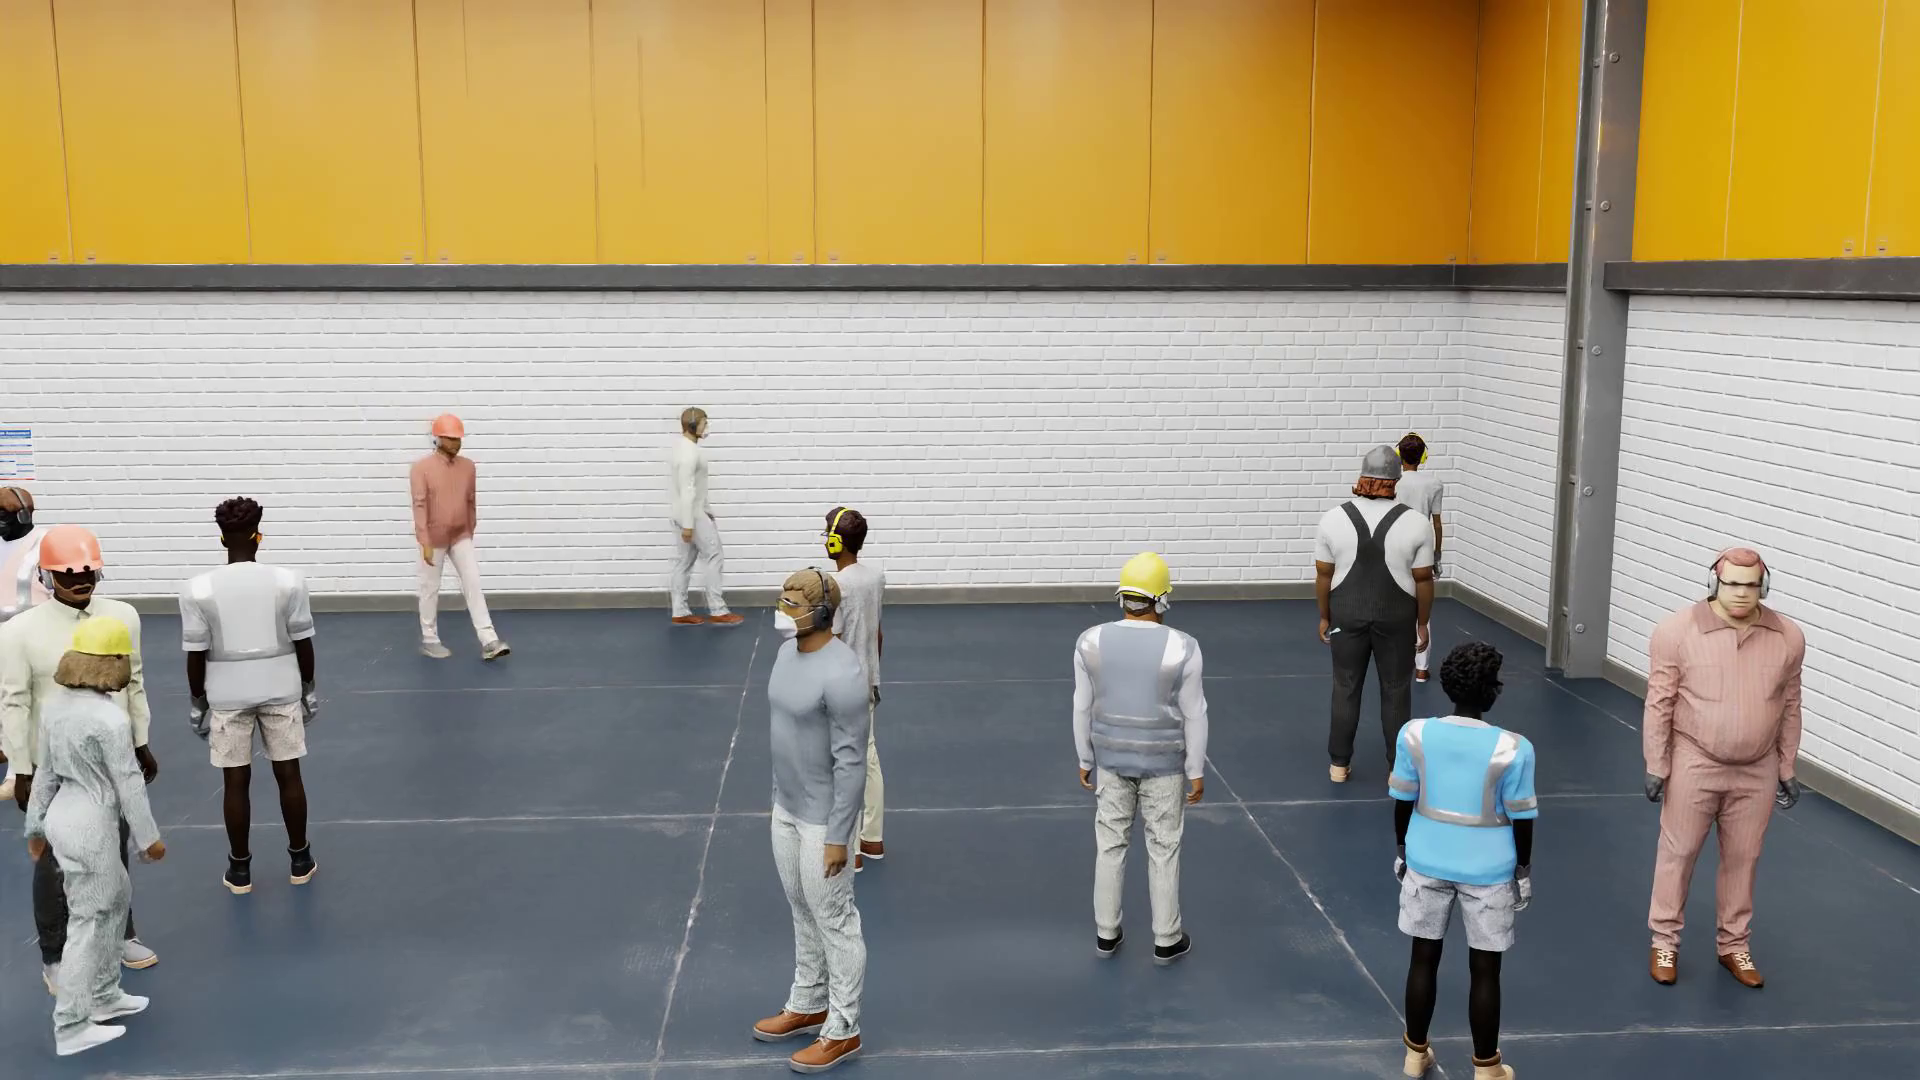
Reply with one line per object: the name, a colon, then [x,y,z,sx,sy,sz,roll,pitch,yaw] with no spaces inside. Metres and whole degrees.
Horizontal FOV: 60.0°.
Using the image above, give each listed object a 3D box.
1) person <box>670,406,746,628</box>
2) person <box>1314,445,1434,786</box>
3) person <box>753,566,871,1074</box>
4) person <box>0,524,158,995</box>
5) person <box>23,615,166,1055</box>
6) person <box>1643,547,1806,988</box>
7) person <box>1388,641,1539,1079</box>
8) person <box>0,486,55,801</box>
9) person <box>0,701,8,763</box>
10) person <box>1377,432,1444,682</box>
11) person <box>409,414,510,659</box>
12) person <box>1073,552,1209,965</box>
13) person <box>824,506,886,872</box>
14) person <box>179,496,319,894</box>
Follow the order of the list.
person: [-2.172,-0.194,14.335,0.735,1.917,0.643,-3,9,-17]
person: [2.478,0.443,9.936,0.688,2.000,0.536,4,10,21]
person: [-0.566,1.057,6.402,0.372,1.940,0.631,-5,11,-31]
person: [-3.740,0.916,7.109,0.397,1.992,0.621,6,11,33]
person: [-3.369,1.149,6.555,0.497,1.714,0.584,7,11,36]
person: [3.250,0.966,7.080,0.652,1.904,0.402,1,9,5]
person: [1.860,1.212,6.170,0.540,1.698,0.318,6,11,33]
person: [-5.376,0.605,9.545,0.634,1.841,0.429,3,10,18]
person: [-6.127,0.450,10.312,0.642,1.908,0.408,9,13,44]
person: [3.336,0.133,12.422,0.534,1.868,0.309,1,9,5]
person: [-3.953,-0.001,12.987,0.973,1.949,0.637,8,12,41]
person: [0.802,0.960,7.338,0.600,1.832,0.404,3,10,21]
person: [-0.576,0.758,8.494,0.328,1.872,0.508,5,10,30]
person: [-3.482,0.760,8.196,0.600,1.959,0.376,-4,10,-25]
